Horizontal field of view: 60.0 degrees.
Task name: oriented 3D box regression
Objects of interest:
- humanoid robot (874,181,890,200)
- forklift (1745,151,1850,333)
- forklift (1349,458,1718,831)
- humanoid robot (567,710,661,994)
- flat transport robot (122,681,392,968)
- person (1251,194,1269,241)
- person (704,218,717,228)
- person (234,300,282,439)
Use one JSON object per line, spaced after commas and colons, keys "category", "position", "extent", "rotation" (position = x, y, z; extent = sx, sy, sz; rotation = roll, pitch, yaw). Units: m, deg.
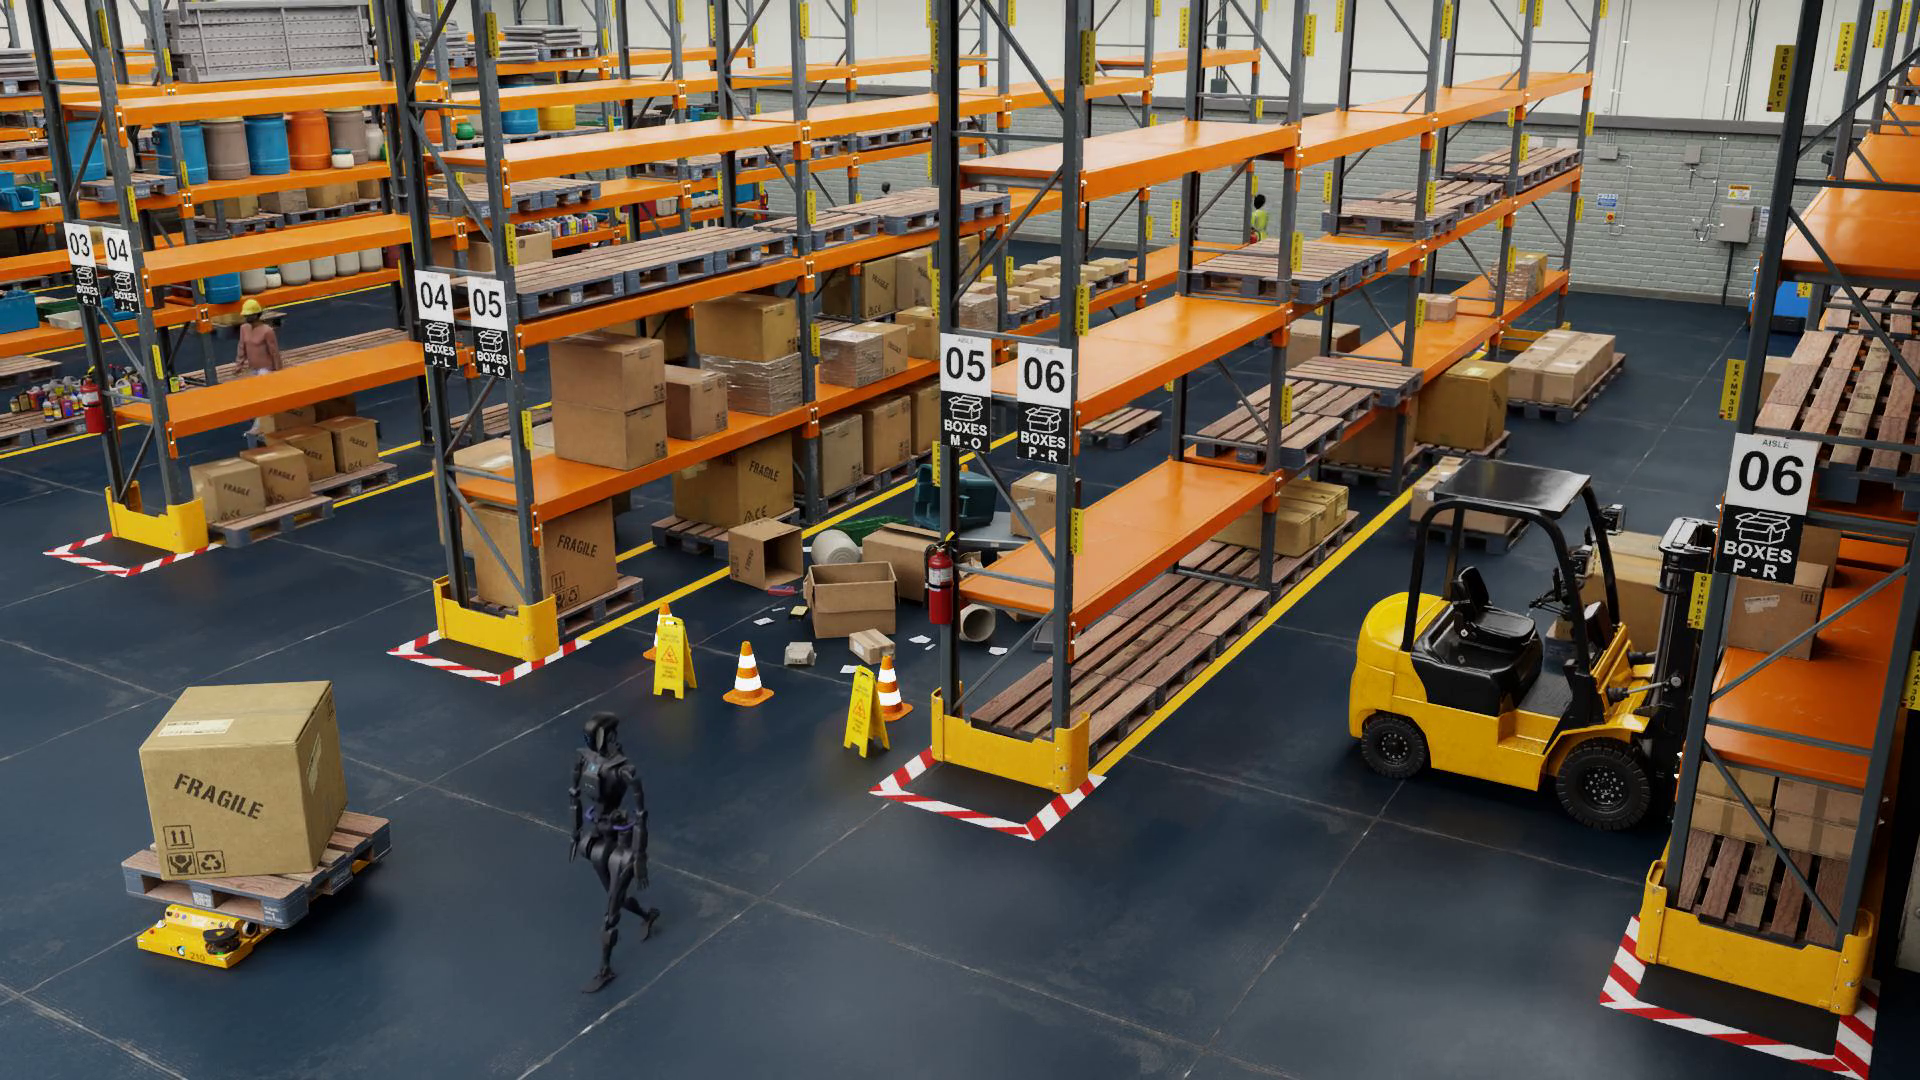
{"category": "humanoid robot", "position": [-1.433, -6.044, 31.941], "extent": [0.591, 1.645, 0.541], "rotation": [-9, 21, -25]}
{"category": "forklift", "position": [13.620, -4.667, 26.137], "extent": [1.873, 2.768, 1.129], "rotation": [11, 22, 29]}
{"category": "forklift", "position": [3.988, 0.658, 11.776], "extent": [2.313, 2.155, 1.214], "rotation": [11, 22, 29]}
{"category": "humanoid robot", "position": [-1.984, 1.719, 9.569], "extent": [0.610, 1.639, 0.769], "rotation": [11, 22, 30]}
{"category": "flat transport robot", "position": [-4.346, 2.161, 10.368], "extent": [0.659, 0.231, 1.431], "rotation": [6, 20, 18]}
{"category": "person", "position": [5.423, -5.450, 30.242], "extent": [0.747, 1.671, 0.536], "rotation": [16, 25, 39]}
{"category": "person", "position": [-5.240, -7.060, 34.859], "extent": [0.489, 1.688, 0.350], "rotation": [-6, 20, -17]}
{"category": "person", "position": [-8.648, -2.104, 20.480], "extent": [0.528, 1.717, 0.916], "rotation": [10, 21, 26]}
